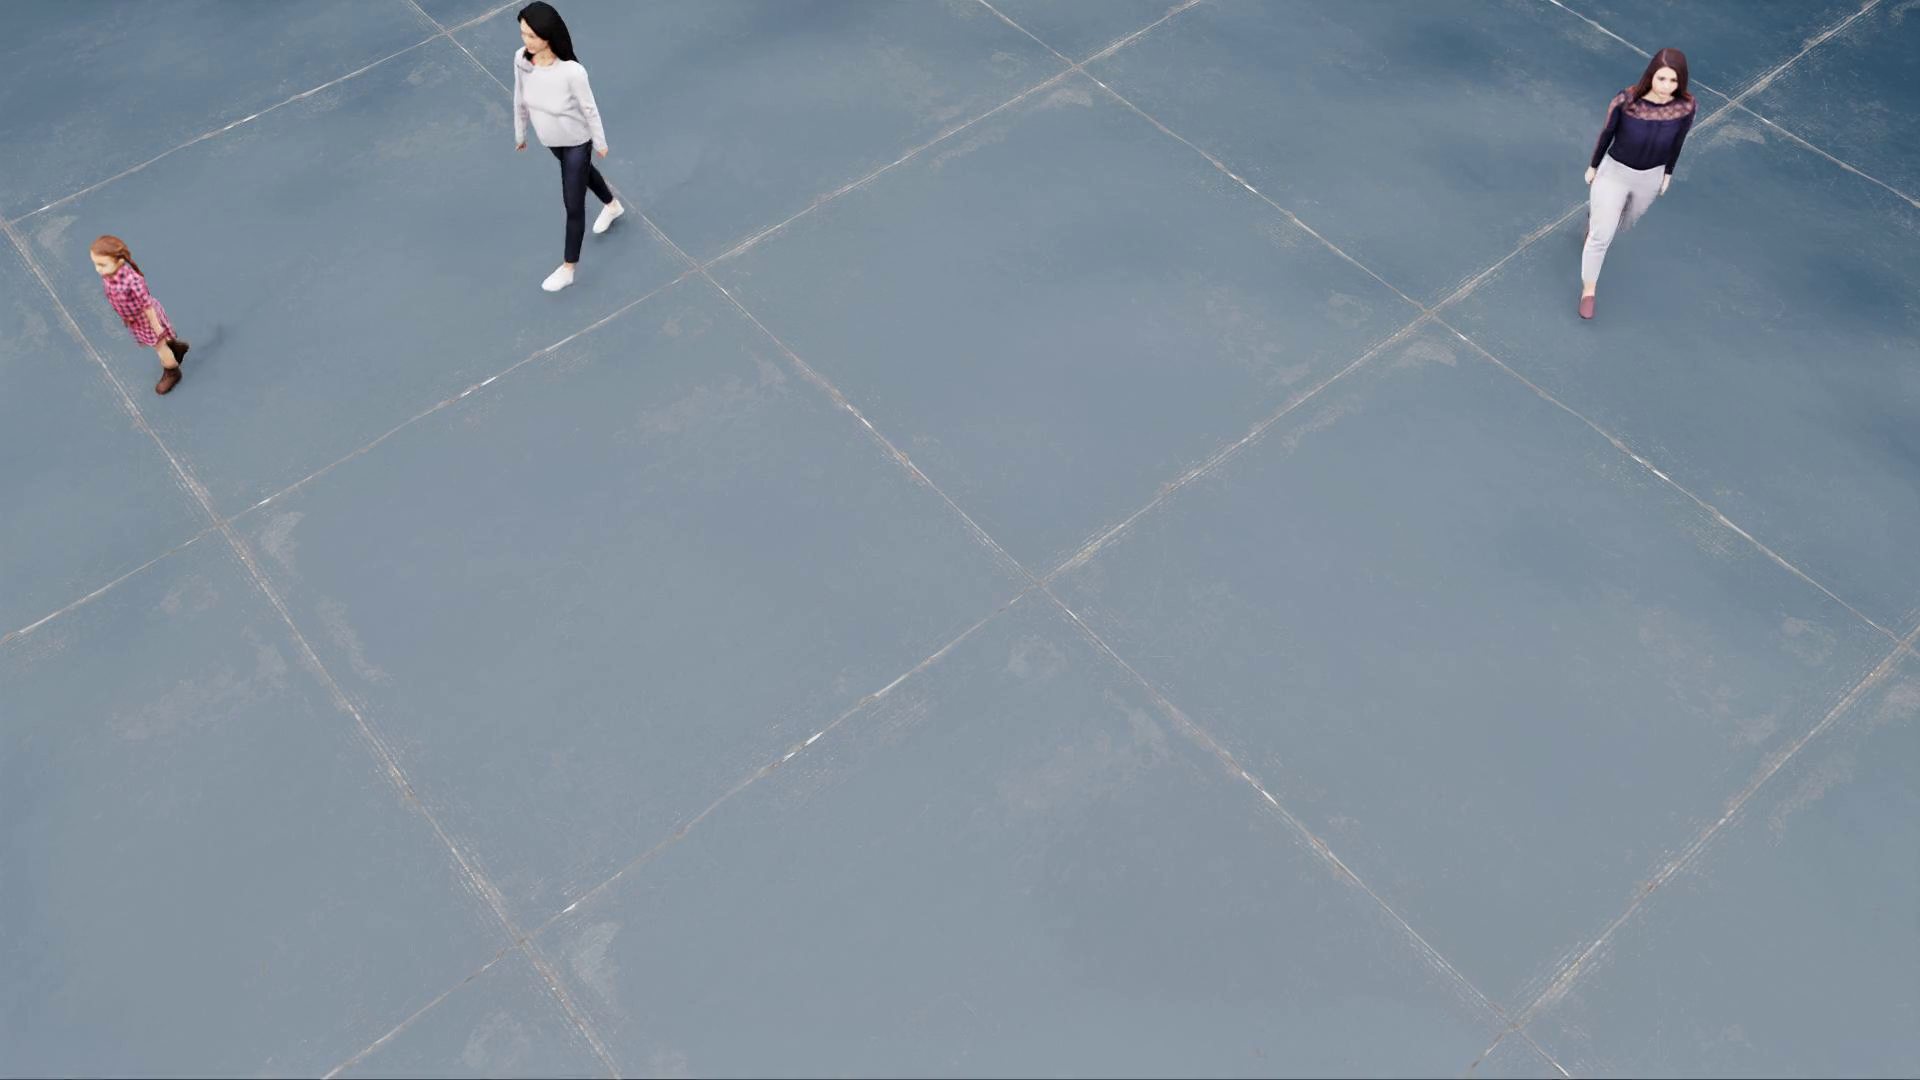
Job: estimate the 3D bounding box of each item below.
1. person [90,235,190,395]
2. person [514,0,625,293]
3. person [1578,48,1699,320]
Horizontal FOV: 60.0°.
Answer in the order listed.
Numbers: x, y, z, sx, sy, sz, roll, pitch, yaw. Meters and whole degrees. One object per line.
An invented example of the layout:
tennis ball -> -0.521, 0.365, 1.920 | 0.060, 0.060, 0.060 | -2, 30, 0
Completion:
person -> -4.337, -1.240, 8.857 | 0.525, 1.020, 0.598 | 23, 56, 17
person -> -2.135, -2.279, 9.261 | 0.908, 1.653, 1.187 | 23, 56, 17
person -> 3.652, -2.004, 9.091 | 0.989, 1.585, 1.066 | 6, 52, 5
